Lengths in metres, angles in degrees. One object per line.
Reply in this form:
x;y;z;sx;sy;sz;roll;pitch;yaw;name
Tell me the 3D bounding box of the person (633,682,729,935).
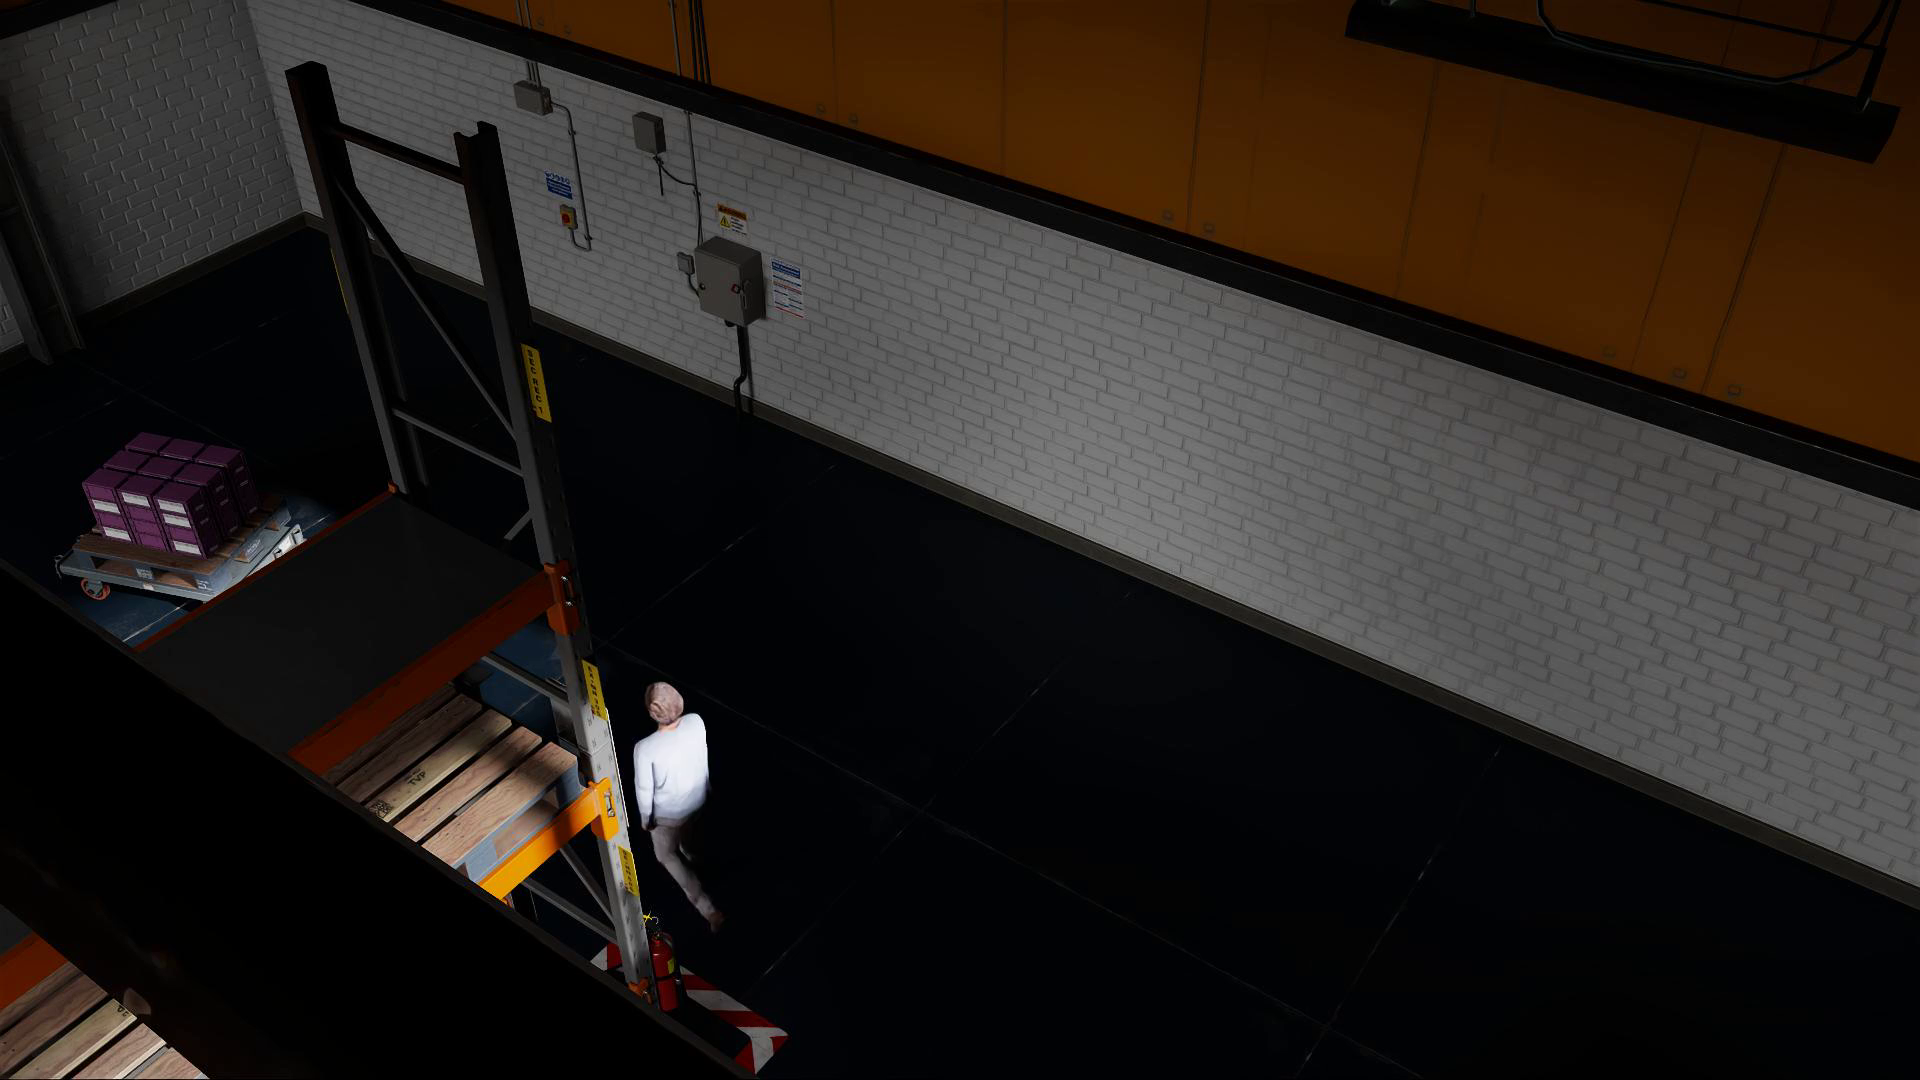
-1.647;1.628;10.014;1.081;1.872;0.888;-28;46;-31;person
